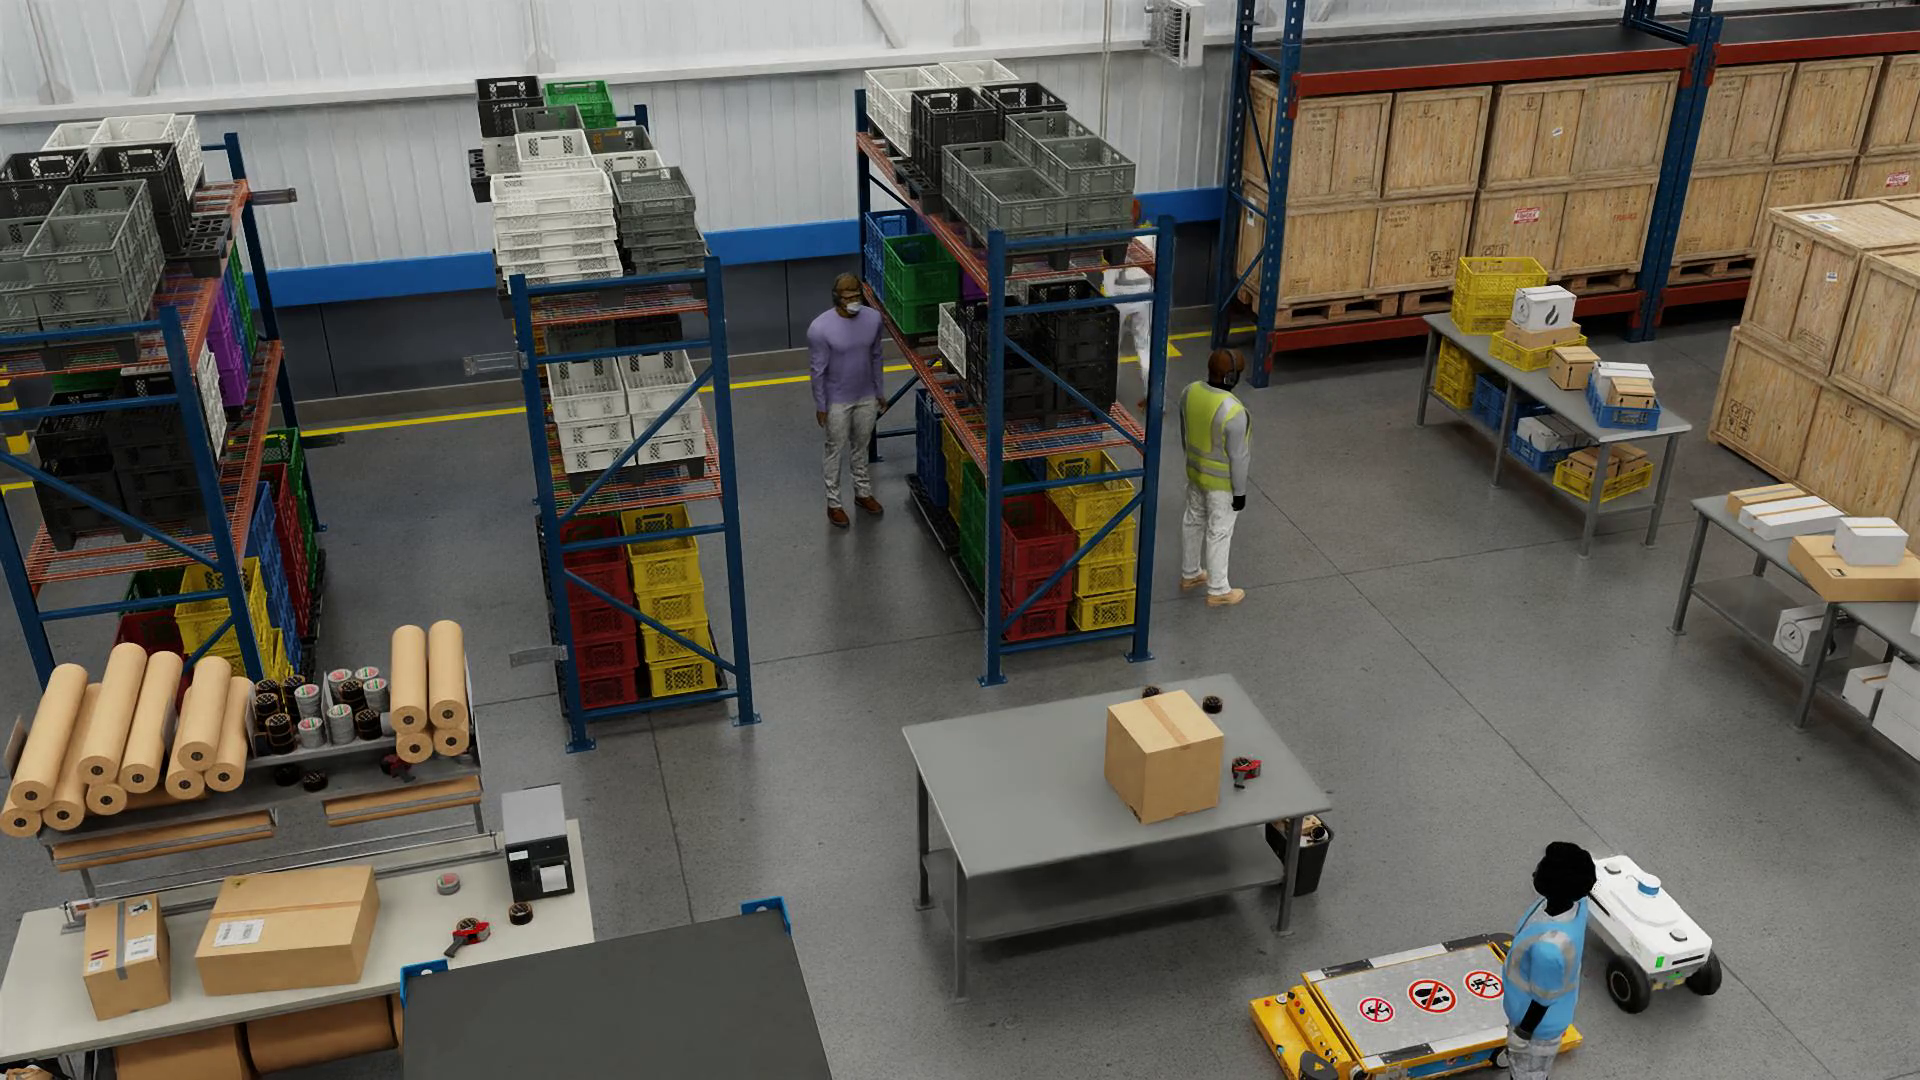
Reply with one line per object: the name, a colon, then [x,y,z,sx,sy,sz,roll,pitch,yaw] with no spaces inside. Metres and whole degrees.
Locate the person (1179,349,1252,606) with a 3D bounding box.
person: [1.745,-0.433,11.305,0.429,1.842,0.626,-16,33,-27]

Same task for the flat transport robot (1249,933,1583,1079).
flat transport robot: [2.184,2.282,7.980,1.431,0.197,0.652,-8,30,-14]

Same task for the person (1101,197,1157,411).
person: [1.458,-2.017,14.186,0.555,1.846,0.926,-11,31,-19]

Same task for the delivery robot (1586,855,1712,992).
delivery robot: [3.402,1.887,8.314,0.477,0.478,0.707,-8,30,-15]

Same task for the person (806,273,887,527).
person: [-0.815,-1.053,12.331,0.631,1.940,0.372,-20,34,-31]

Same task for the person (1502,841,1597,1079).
person: [2.445,1.973,7.068,0.318,1.700,0.535,13,31,23]
